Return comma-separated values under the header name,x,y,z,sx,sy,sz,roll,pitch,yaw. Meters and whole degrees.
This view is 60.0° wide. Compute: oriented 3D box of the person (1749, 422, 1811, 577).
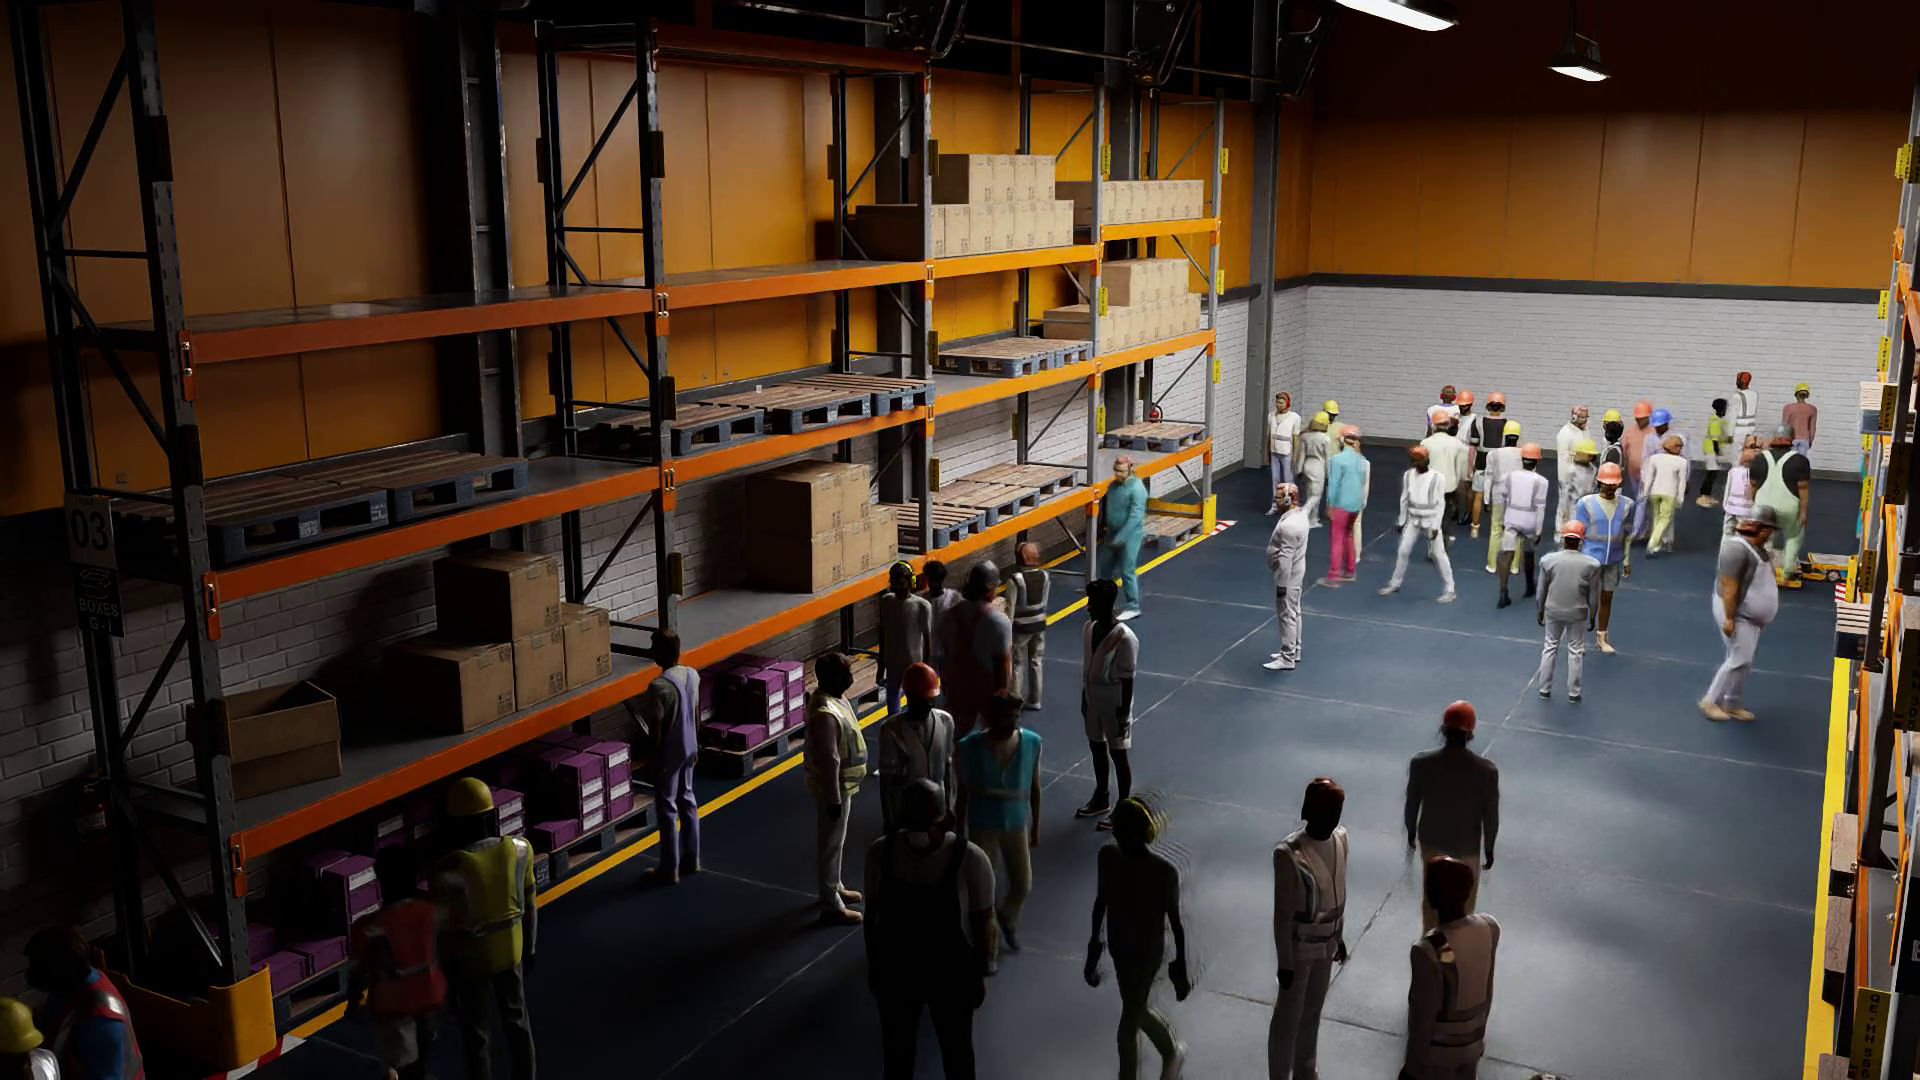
name,x,y,z,sx,sy,sz,roll,pitch,yaw
person,9.915,-0.433,20.047,0.714,2.000,0.705,-11,17,-41

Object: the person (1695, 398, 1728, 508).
name,x,y,z,sx,sy,sz,roll,pitch,yaw
person,11.246,-1.305,24.821,0.351,1.662,0.615,6,14,25

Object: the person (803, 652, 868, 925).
name,x,y,z,sx,sy,sz,roll,pitch,yaw
person,-0.832,1.647,11.176,0.429,1.846,0.633,-1,13,-2

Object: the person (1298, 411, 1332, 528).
name,x,y,z,sx,sy,sz,roll,pitch,yaw
person,4.893,-0.949,23.111,0.676,1.726,0.495,-10,16,-37

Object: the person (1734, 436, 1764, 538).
name,x,y,z,sx,sy,sz,roll,pitch,yaw
person,10.129,-0.537,21.439,0.319,1.631,0.519,4,13,17

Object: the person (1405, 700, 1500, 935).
name,x,y,z,sx,sy,sz,roll,pitch,yaw
person,3.132,1.836,10.576,0.588,1.726,0.714,6,14,24

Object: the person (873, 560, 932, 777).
name,x,y,z,sx,sy,sz,roll,pitch,yaw
person,-0.471,1.074,13.704,0.516,1.865,0.329,7,14,27

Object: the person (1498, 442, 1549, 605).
name,x,y,z,sx,sy,sz,roll,pitch,yaw
person,6.522,-0.187,19.336,0.565,1.900,0.994,9,15,35

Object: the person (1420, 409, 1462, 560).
name,x,y,z,sx,sy,sz,roll,pitch,yaw
person,6.113,-0.690,21.356,0.671,1.968,0.473,-4,13,-17

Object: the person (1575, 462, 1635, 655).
name,x,y,z,sx,sy,sz,roll,pitch,yaw
person,6.651,0.198,17.216,0.615,2.040,0.391,0,13,0

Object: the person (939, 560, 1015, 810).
name,x,y,z,sx,sy,sz,roll,pitch,yaw
person,0.159,1.107,13.153,0.691,2.000,1.028,9,15,35

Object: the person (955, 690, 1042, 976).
name,x,y,z,sx,sy,sz,roll,pitch,yaw
person,0.230,1.812,10.482,0.591,1.830,0.430,-2,13,-10

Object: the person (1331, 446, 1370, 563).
name,x,y,z,sx,sy,sz,roll,pitch,yaw
person,4.979,-0.509,21.310,0.500,1.632,0.276,0,13,0

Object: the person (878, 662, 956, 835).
name,x,y,z,sx,sy,sz,roll,pitch,yaw
person,-0.259,1.713,10.669,0.546,1.939,0.375,-8,15,-30

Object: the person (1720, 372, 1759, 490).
name,x,y,z,sx,sy,sz,roll,pitch,yaw
person,12.275,-1.704,26.124,0.573,1.877,0.353,-7,15,-30

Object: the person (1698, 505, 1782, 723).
name,x,y,z,sx,sy,sz,roll,pitch,yaw
person,7.167,0.656,15.173,0.541,2.000,0.724,11,17,41

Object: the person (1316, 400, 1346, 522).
name,x,y,z,sx,sy,sz,roll,pitch,yaw
person,5.261,-1.128,23.798,0.523,1.760,0.341,-2,13,-9

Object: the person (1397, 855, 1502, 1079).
name,x,y,z,sx,sy,sz,roll,pitch,yaw
person,2.276,2.379,7.808,0.585,1.882,0.337,-9,16,-36

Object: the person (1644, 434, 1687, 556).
name,x,y,z,sx,sy,sz,roll,pitch,yaw
person,9.168,-0.582,21.697,0.700,1.600,0.518,-12,17,-42

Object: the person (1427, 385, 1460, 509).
name,x,y,z,sx,sy,sz,roll,pitch,yaw
person,7.198,-1.371,24.686,0.565,1.846,0.390,4,13,17

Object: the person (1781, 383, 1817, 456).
name,x,y,z,sx,sy,sz,roll,pitch,yaw
person,12.926,-1.550,25.709,0.533,1.755,0.345,0,13,0

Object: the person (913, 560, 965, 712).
name,x,y,z,sx,sy,sz,roll,pitch,yaw
person,-0.189,0.944,14.720,0.548,1.669,0.596,1,13,6

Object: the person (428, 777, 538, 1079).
name,x,y,z,sx,sy,sz,roll,pitch,yaw
person,-2.490,2.165,8.698,0.589,1.918,0.404,-12,17,-43

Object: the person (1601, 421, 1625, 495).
name,x,y,z,sx,sy,sz,roll,pitch,yaw
person,8.724,-0.748,22.253,0.320,1.693,0.534,6,14,25

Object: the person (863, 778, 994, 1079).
name,x,y,z,sx,sy,sz,roll,pitch,yaw
person,-0.186,2.157,8.452,0.684,2.000,0.537,3,13,13

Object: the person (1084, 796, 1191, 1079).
name,x,y,z,sx,sy,sz,roll,pitch,yaw
person,0.975,2.187,8.807,0.538,1.827,0.914,12,17,43

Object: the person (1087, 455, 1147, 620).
name,x,y,z,sx,sy,sz,roll,pitch,yaw
person,1.756,-0.014,18.549,0.562,1.875,0.659,-9,15,-34

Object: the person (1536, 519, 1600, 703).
name,x,y,z,sx,sy,sz,roll,pitch,yaw
person,5.761,0.668,15.790,0.569,1.743,0.349,7,14,27

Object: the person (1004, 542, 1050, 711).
name,x,y,z,sx,sy,sz,roll,pitch,yaw
person,0.605,0.827,15.332,0.525,1.631,0.356,-10,16,-37

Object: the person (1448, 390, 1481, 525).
name,x,y,z,sx,sy,sz,roll,pitch,yaw
person,7.134,-1.172,23.618,0.386,1.929,0.543,-8,15,-33

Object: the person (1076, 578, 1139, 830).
name,x,y,z,sx,sy,sz,roll,pitch,yaw
person,1.120,1.241,12.749,0.374,1.959,0.609,-8,15,-31

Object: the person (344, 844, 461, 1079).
name,x,y,z,sx,sy,sz,roll,pitch,yaw
person,-2.874,2.333,8.522,0.542,1.642,0.889,-12,17,-42

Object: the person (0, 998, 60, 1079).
name,x,y,z,sx,sy,sz,roll,pitch,yaw
person,-3.758,2.670,6.644,0.403,1.824,0.594,4,13,16

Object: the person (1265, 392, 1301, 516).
name,x,y,z,sx,sy,sz,roll,pitch,yaw
person,4.683,-1.232,24.085,0.388,1.838,0.563,-10,16,-38

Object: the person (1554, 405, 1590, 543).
name,x,y,z,sx,sy,sz,roll,pitch,yaw
person,8.265,-0.881,22.389,0.655,1.897,0.402,-11,17,-41

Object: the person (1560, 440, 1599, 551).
name,x,y,z,sx,sy,sz,roll,pitch,yaw
person,7.659,-0.380,20.502,0.509,1.725,0.367,-5,14,-23

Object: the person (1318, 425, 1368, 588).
name,x,y,z,sx,sy,sz,roll,pitch,yaw
person,4.674,-0.412,20.180,0.661,1.943,0.387,-11,17,-42

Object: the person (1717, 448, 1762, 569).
name,x,y,z,sx,sy,sz,roll,pitch,yaw
person,9.642,-0.325,20.503,0.341,1.618,0.526,-6,14,-24

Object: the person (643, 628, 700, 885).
name,x,y,z,sx,sy,sz,roll,pitch,yaw
person,-2.035,1.521,11.777,0.352,1.835,0.518,7,14,27

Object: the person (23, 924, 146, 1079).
name,x,y,z,sx,sy,sz,roll,pitch,yaw
person,-3.789,2.532,7.268,0.434,1.834,0.632,-10,16,-38

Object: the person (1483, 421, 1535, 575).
name,x,y,z,sx,sy,sz,roll,pitch,yaw
person,6.824,-0.524,20.733,0.588,1.920,0.395,3,13,13

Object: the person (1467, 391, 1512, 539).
name,x,y,z,sx,sy,sz,roll,pitch,yaw
person,7.233,-1.010,22.661,0.611,2.032,0.411,4,13,16

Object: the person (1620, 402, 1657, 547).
name,x,y,z,sx,sy,sz,roll,pitch,yaw
person,9.171,-0.900,22.397,1.045,1.925,0.612,-12,17,-42

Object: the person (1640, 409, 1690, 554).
name,x,y,z,sx,sy,sz,roll,pitch,yaw
person,9.232,-0.780,21.873,0.566,1.914,0.618,-8,15,-33

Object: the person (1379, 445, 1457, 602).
name,x,y,z,sx,sy,sz,roll,pitch,yaw
person,5.405,-0.207,19.522,0.549,1.842,0.768,-11,16,-39

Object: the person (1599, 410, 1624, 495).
name,x,y,z,sx,sy,sz,roll,pitch,yaw
person,8.984,-0.939,23.008,0.483,1.738,0.320,-8,15,-33

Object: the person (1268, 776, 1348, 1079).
name,x,y,z,sx,sy,sz,roll,pitch,yaw
person,1.857,2.154,8.819,0.573,1.885,0.356,-12,17,-43

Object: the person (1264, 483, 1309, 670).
name,x,y,z,sx,sy,sz,roll,pitch,yaw
person,3.295,0.358,16.832,0.403,1.900,0.646,5,13,20

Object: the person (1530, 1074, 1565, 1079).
name,x,y,z,sx,sy,sz,roll,pitch,yaw
person,2.106,2.795,6.039,0.508,1.845,0.345,-2,13,-9
